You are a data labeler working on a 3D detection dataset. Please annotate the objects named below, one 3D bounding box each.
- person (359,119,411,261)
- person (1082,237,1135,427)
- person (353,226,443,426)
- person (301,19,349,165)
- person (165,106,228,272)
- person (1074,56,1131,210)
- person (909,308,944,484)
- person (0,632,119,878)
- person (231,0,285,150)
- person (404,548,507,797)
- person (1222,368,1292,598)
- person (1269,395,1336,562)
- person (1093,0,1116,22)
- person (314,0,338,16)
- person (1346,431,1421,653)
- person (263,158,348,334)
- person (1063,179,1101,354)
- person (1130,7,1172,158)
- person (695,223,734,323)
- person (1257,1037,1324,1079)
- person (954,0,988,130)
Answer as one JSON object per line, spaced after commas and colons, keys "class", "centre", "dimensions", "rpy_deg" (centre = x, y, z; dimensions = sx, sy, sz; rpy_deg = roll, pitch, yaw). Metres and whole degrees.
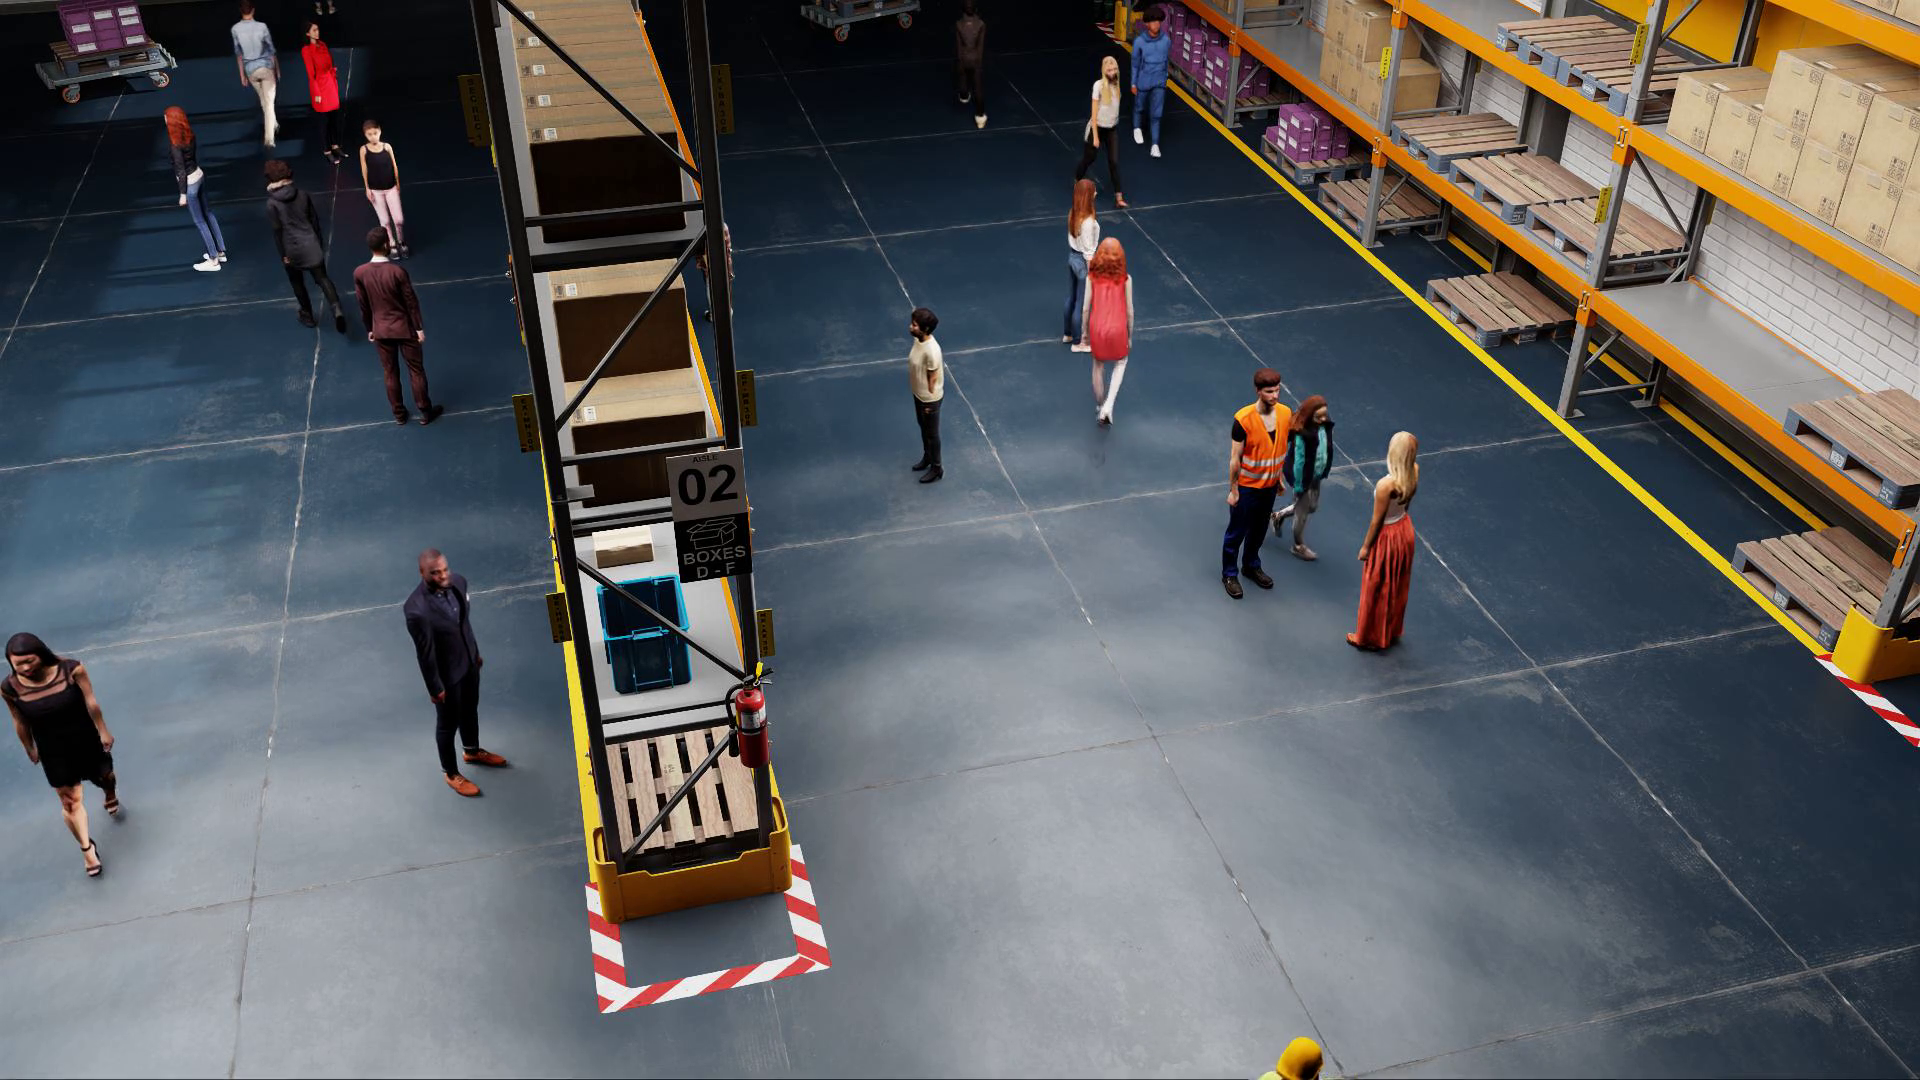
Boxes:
{"class": "person", "centre": [-6.237, -3.794, 17.963], "dimensions": [0.548, 1.550, 0.580], "rpy_deg": [-13, 36, -18]}
{"class": "person", "centre": [1.294, -1.771, 14.677], "dimensions": [0.775, 1.817, 0.850], "rpy_deg": [8, 34, 12]}
{"class": "person", "centre": [-5.034, -1.887, 14.809], "dimensions": [0.743, 1.864, 0.704], "rpy_deg": [0, 34, 1]}
{"class": "person", "centre": [-7.789, -5.498, 20.348], "dimensions": [0.787, 1.748, 0.695], "rpy_deg": [7, 34, 11]}
{"class": "person", "centre": [-8.147, -3.741, 17.669], "dimensions": [0.696, 1.786, 0.571], "rpy_deg": [1, 34, 2]}
{"class": "person", "centre": [1.567, -4.717, 19.143], "dimensions": [0.935, 1.780, 1.246], "rpy_deg": [-26, 42, -34]}
{"class": "person", "centre": [-0.273, -1.230, 14.075], "dimensions": [0.658, 1.584, 0.443], "rpy_deg": [-12, 35, -17]}
{"class": "person", "centre": [-5.483, 1.228, 10.275], "dimensions": [0.778, 1.695, 0.990], "rpy_deg": [-16, 37, -22]}
{"class": "person", "centre": [-8.726, -5.776, 20.711], "dimensions": [0.814, 1.809, 1.293], "rpy_deg": [-2, 34, -3]}
{"class": "person", "centre": [-3.299, 0.822, 10.776], "dimensions": [0.844, 1.817, 0.743], "rpy_deg": [11, 35, 16]}
{"class": "person", "centre": [2.242, -0.464, 12.647], "dimensions": [0.722, 1.888, 0.698], "rpy_deg": [-16, 37, -23]}
{"class": "person", "centre": [2.673, -0.529, 13.109], "dimensions": [0.865, 1.485, 0.780], "rpy_deg": [26, 41, 33]}
{"class": "person", "centre": [2.230, -8.887, 25.364], "dimensions": [0.714, 1.838, 0.802], "rpy_deg": [24, 41, 32]}
{"class": "person", "centre": [-9.954, -8.885, 25.687], "dimensions": [0.560, 1.477, 0.503], "rpy_deg": [-10, 35, -14]}
{"class": "person", "centre": [3.100, 0.010, 12.010], "dimensions": [0.718, 1.803, 0.735], "rpy_deg": [-28, 43, -35]}
{"class": "person", "centre": [-6.437, -2.831, 16.342], "dimensions": [0.955, 1.739, 1.197], "rpy_deg": [-26, 42, -33]}
{"class": "person", "centre": [1.169, -2.663, 16.101], "dimensions": [0.645, 1.728, 0.436], "rpy_deg": [-10, 35, -15]}
{"class": "person", "centre": [2.328, -5.717, 20.657], "dimensions": [0.782, 1.770, 1.198], "rpy_deg": [-4, 34, -7]}
{"class": "person", "centre": [-2.473, -2.820, 16.718], "dimensions": [0.532, 1.306, 0.527], "rpy_deg": [-10, 35, -15]}
{"class": "person", "centre": [1.524, 2.883, 7.711], "dimensions": [1.175, 1.778, 1.260], "rpy_deg": [17, 37, 23]}
{"class": "person", "centre": [0.146, -6.193, 21.479], "dimensions": [0.764, 1.652, 0.915], "rpy_deg": [0, 34, 0]}
